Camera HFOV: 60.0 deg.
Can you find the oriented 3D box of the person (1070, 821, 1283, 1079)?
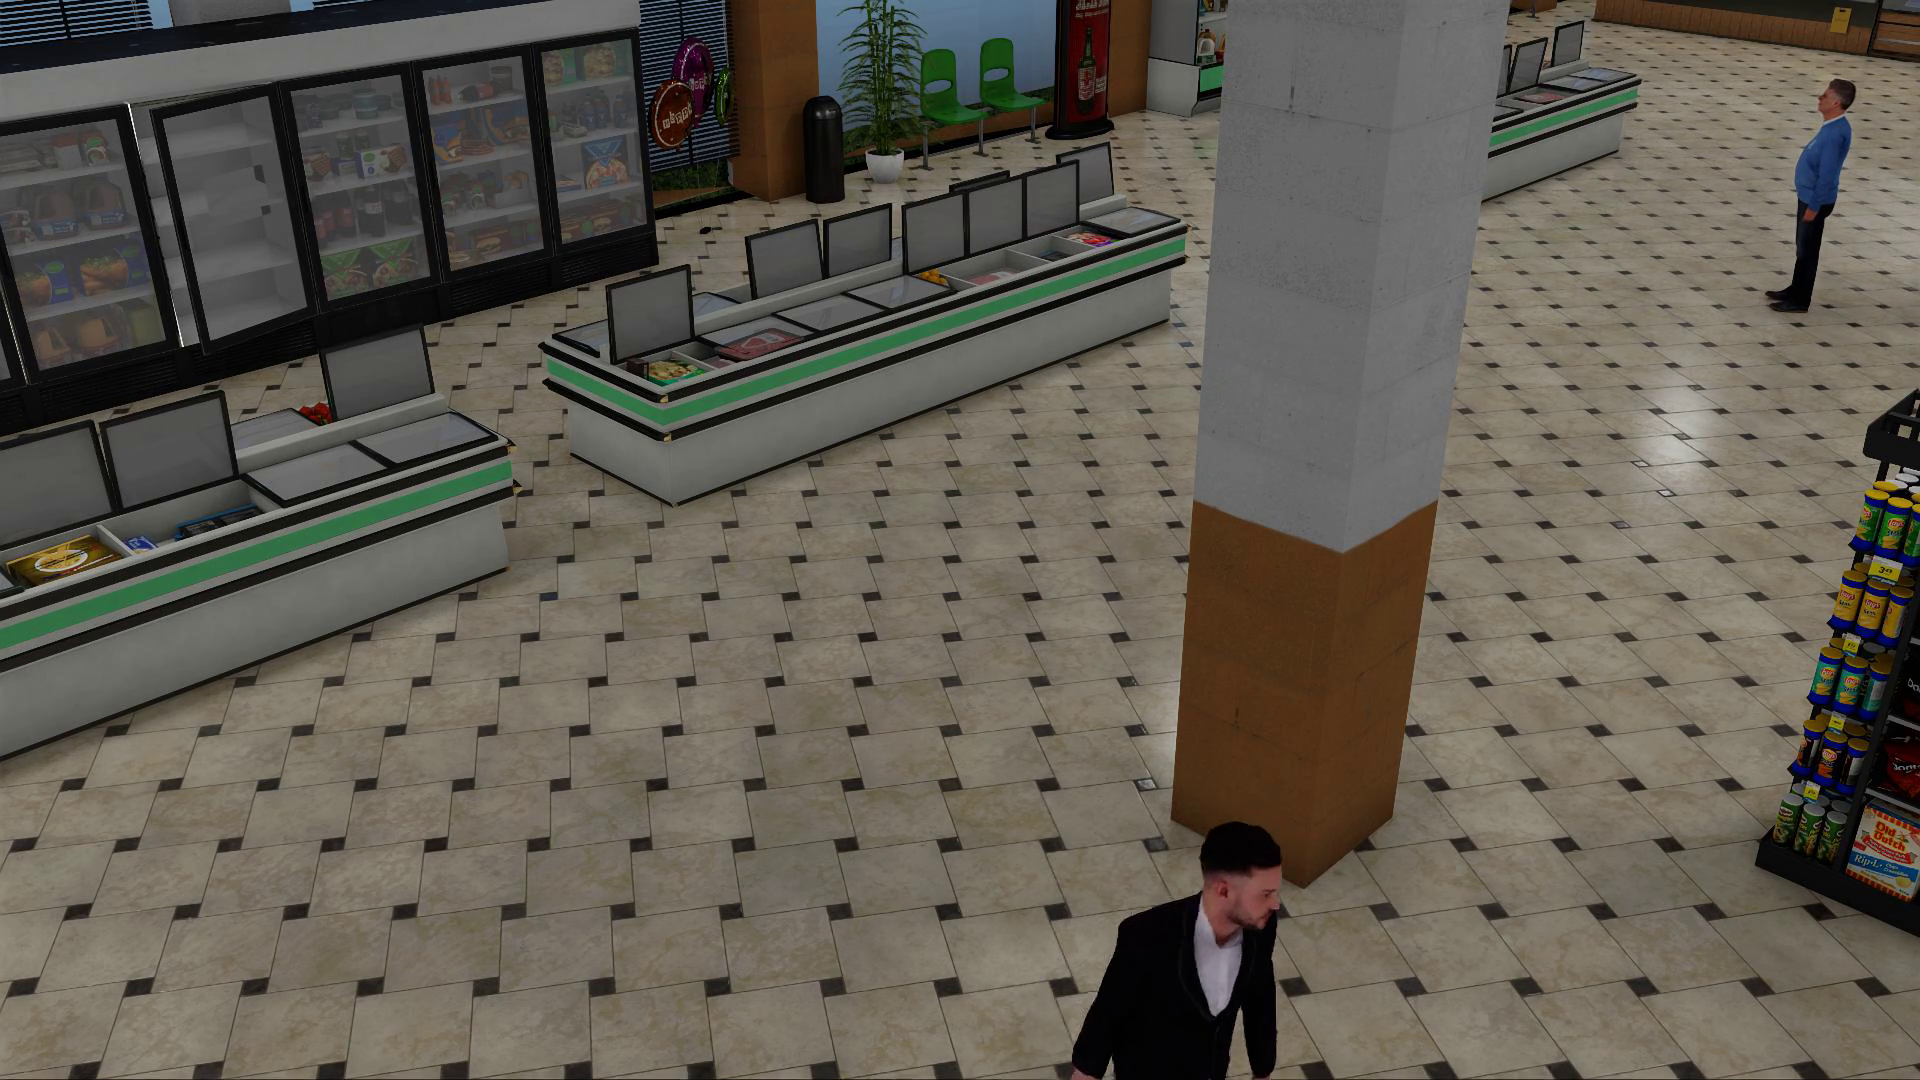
[{"bbox_3d":[0.550,1.521,4.742,0.720,1.797,0.837,-8,28,-16],"label":"person"}]

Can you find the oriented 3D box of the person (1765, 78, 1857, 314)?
[{"bbox_3d":[6.722,-2.699,13.038,0.791,1.820,0.643,11,29,20],"label":"person"}]
